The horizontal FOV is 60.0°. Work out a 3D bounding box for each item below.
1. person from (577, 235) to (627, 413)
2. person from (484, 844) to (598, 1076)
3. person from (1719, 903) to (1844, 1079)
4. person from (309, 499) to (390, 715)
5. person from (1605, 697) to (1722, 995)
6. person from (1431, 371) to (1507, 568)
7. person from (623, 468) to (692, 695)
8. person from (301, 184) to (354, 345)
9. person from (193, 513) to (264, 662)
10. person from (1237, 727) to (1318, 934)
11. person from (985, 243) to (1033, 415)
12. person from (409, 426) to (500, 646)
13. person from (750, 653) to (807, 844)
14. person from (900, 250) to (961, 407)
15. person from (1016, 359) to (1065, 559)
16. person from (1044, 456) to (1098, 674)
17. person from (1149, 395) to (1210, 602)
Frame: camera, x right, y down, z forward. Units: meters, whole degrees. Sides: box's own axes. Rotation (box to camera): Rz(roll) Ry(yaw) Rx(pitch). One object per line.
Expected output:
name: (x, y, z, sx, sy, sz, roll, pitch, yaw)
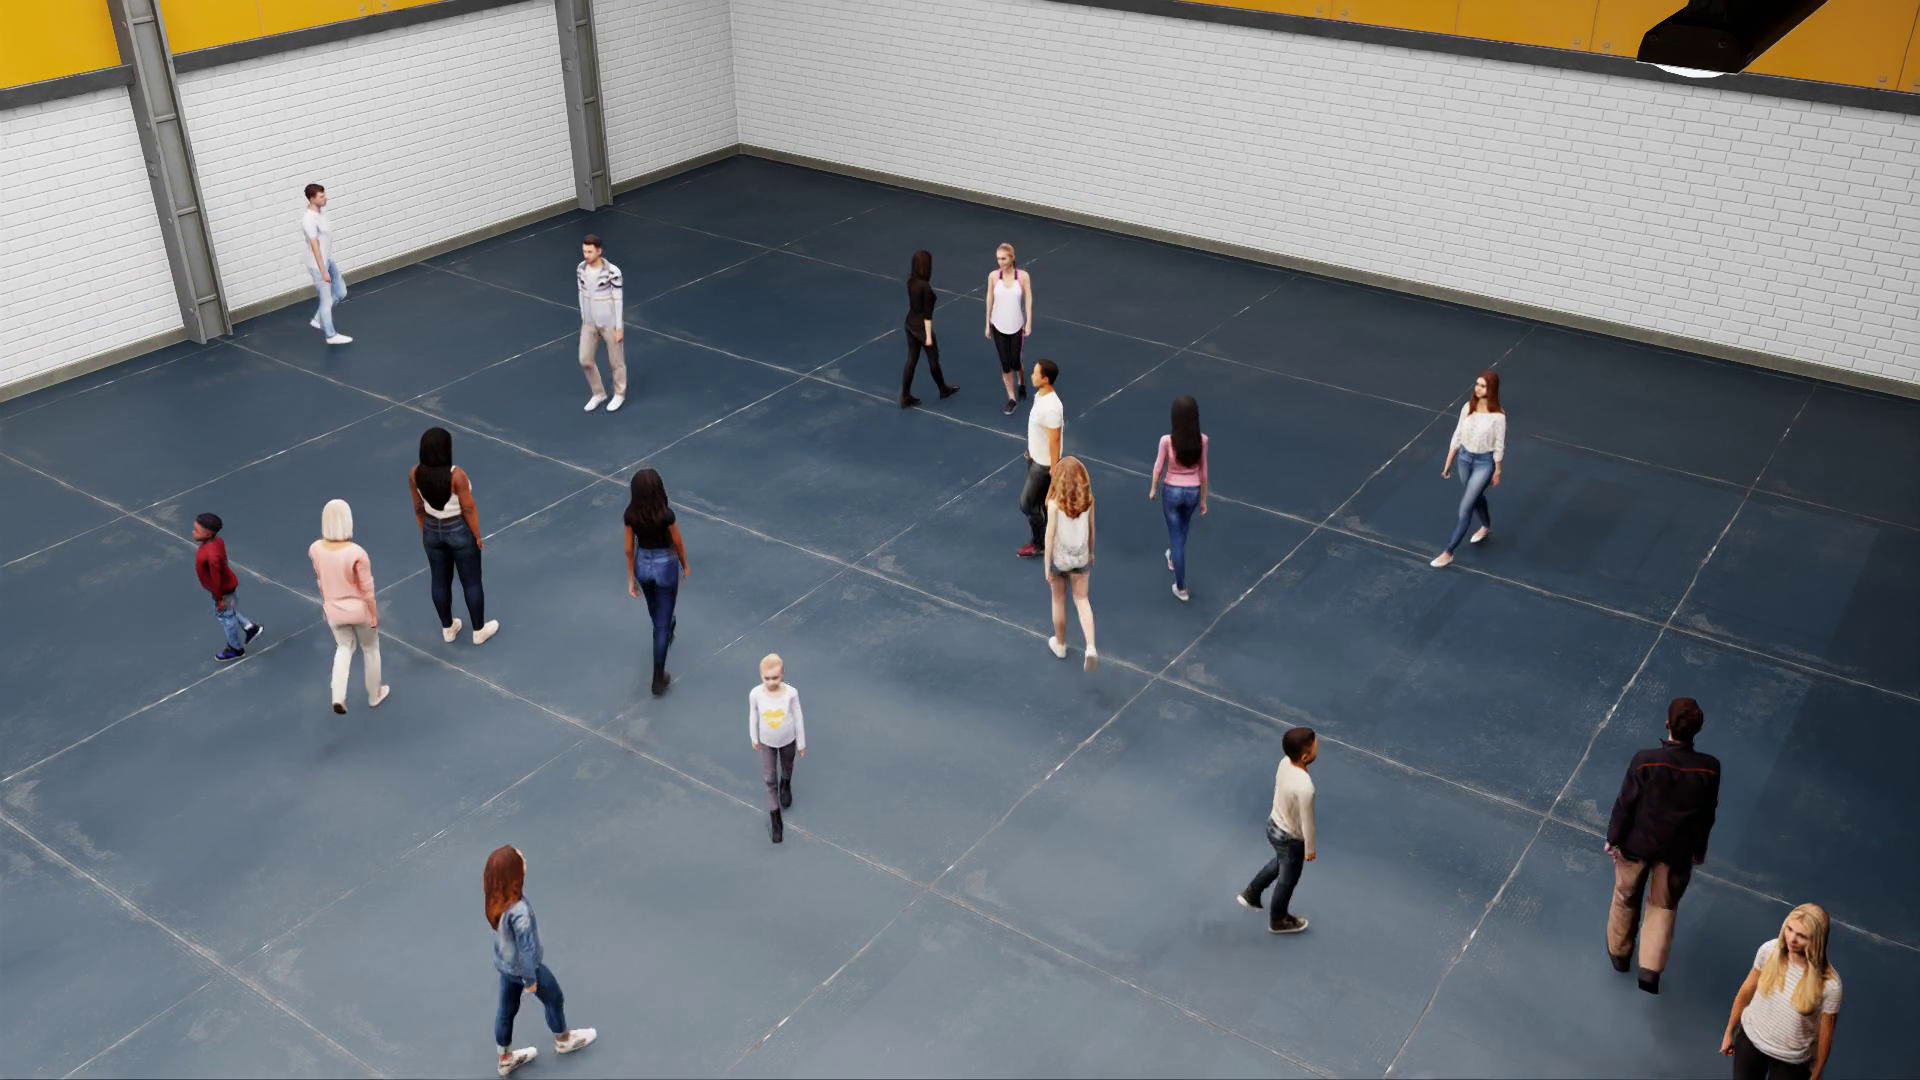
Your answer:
person: (-3.570, -2.231, 16.834, 0.792, 1.845, 0.773, 10, 30, 18)
person: (-2.435, 2.300, 8.931, 0.844, 1.458, 0.699, -22, 36, -35)
person: (4.064, 2.490, 8.207, 0.778, 1.819, 0.718, -22, 35, -34)
person: (-4.404, 0.540, 11.896, 0.826, 1.708, 0.953, 3, 29, 6)
person: (3.952, 1.791, 9.397, 0.899, 1.906, 1.059, 7, 29, 12)
person: (4.422, -0.639, 14.087, 1.208, 1.680, 0.836, -20, 34, -32)
person: (-2.252, 0.339, 12.283, 0.928, 1.691, 1.196, 3, 29, 6)
person: (-7.108, -3.011, 18.274, 0.895, 1.835, 0.836, -2, 29, -3)
person: (-5.602, 0.339, 12.749, 0.707, 1.245, 0.643, -10, 30, -17)
person: (1.895, 1.758, 9.931, 0.779, 1.452, 0.719, -6, 29, -10)
person: (0.510, -2.157, 16.779, 0.720, 1.768, 0.775, 6, 29, 10)
person: (-3.939, -0.030, 12.837, 0.737, 1.808, 0.741, 5, 29, 9)
person: (-1.200, 1.291, 11.004, 0.852, 1.245, 0.936, -3, 29, -6)
person: (-0.463, -2.116, 16.857, 0.986, 1.621, 0.774, -20, 34, -32)
person: (0.801, -0.680, 14.054, 0.875, 1.785, 0.812, -4, 29, -8)
person: (0.866, 0.216, 12.454, 0.987, 1.743, 0.990, -9, 30, -16)
person: (1.801, -0.312, 13.445, 0.963, 1.721, 1.044, -4, 29, -8)
